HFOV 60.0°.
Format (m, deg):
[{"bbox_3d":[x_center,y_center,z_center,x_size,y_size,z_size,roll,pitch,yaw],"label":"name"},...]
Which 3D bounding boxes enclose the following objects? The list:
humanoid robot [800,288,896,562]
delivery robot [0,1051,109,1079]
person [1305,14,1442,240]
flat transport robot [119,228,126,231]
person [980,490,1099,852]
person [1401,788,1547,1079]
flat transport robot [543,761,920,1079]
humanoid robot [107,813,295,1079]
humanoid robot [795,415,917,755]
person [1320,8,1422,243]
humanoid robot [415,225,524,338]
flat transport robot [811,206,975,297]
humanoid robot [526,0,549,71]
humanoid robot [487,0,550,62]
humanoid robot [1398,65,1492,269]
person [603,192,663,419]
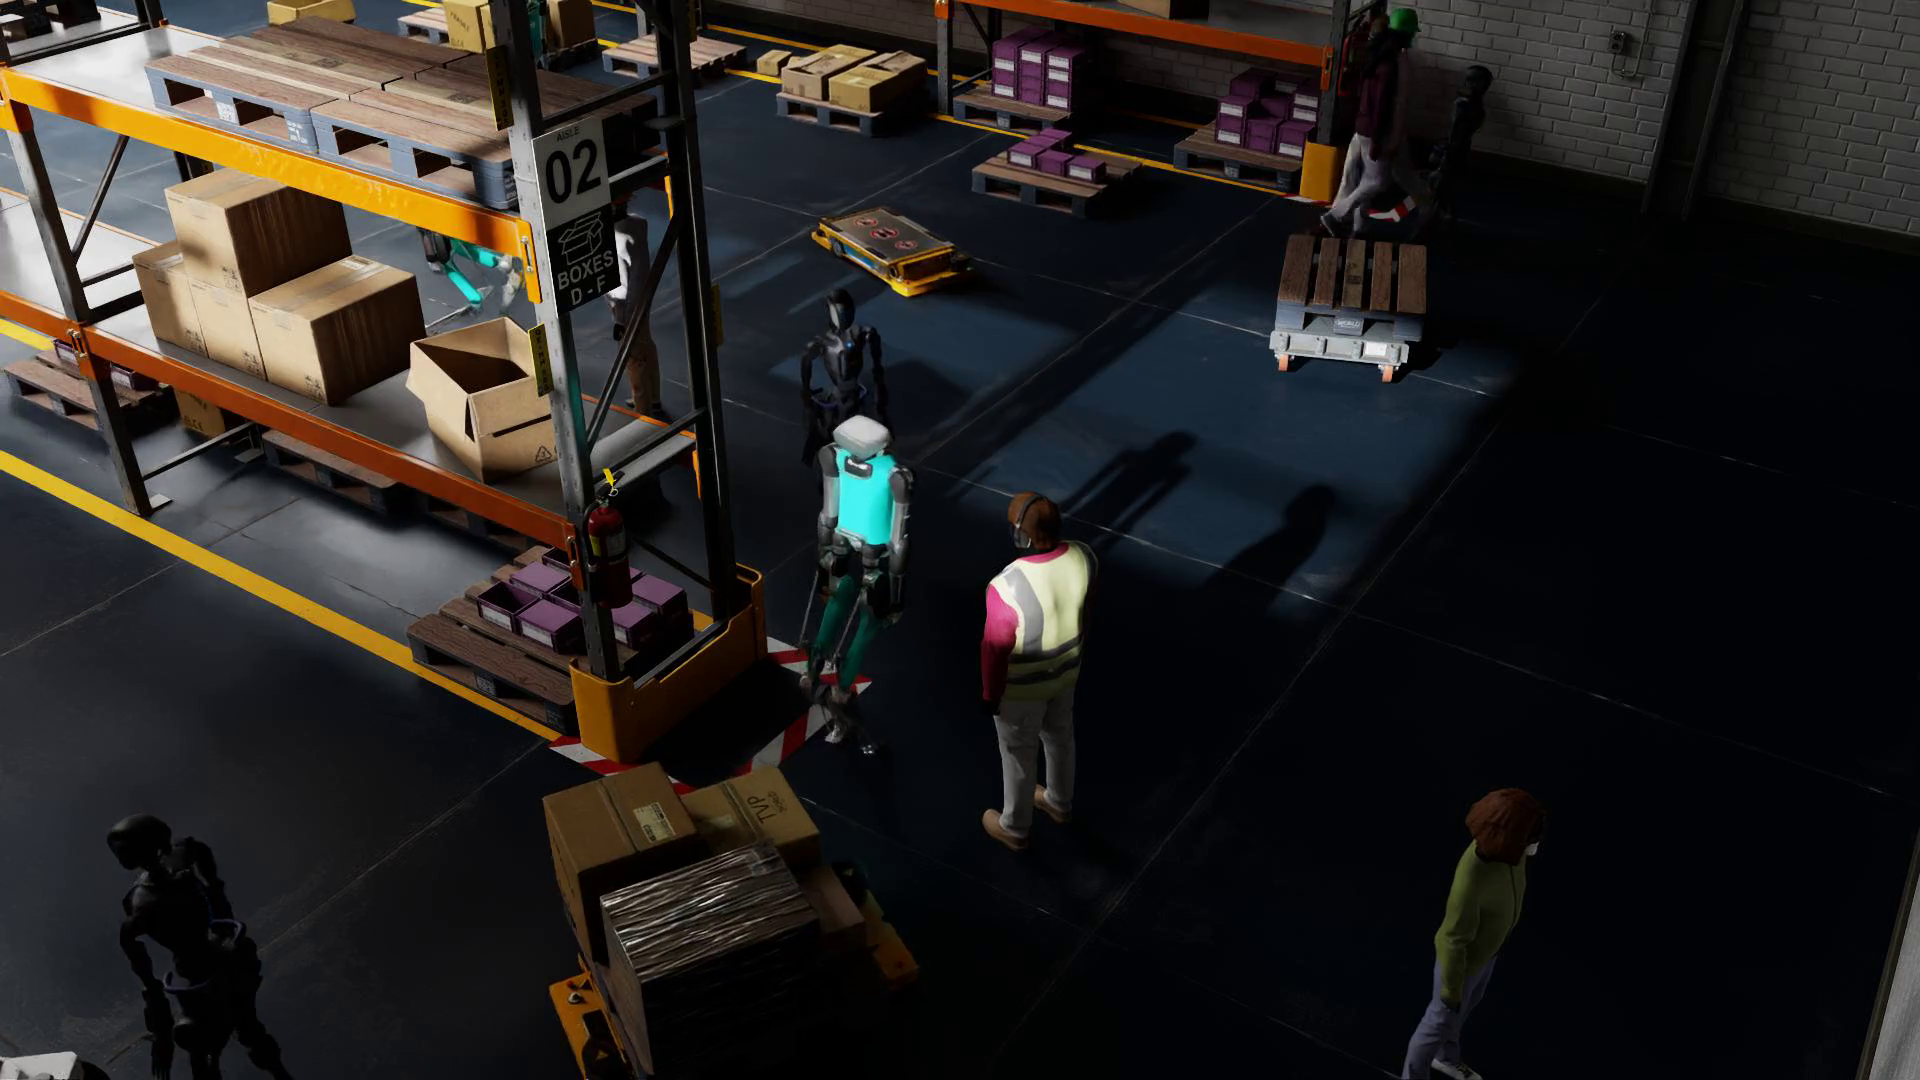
[{"bbox_3d":[-0.708,-0.725,9.756,0.600,1.651,0.777,-21,38,-29],"label":"humanoid robot"},{"bbox_3d":[-3.649,2.180,6.277,0.784,0.613,0.520,-5,33,-8],"label":"delivery robot"},{"bbox_3d":[3.505,-3.352,13.567,1.125,1.873,0.639,-9,34,-13],"label":"person"},{"bbox_3d":[-7.338,-2.157,13.188,1.431,0.231,0.659,-16,36,-23],"label":"flat transport robot"},{"bbox_3d":[0.333,0.596,7.530,0.616,1.835,0.434,-27,42,-35],"label":"person"},{"bbox_3d":[1.929,1.553,6.241,0.282,1.624,0.491,23,40,31],"label":"person"},{"bbox_3d":[-0.952,1.844,7.039,1.431,0.231,0.659,-16,36,-23],"label":"flat transport robot"},{"bbox_3d":[-2.750,1.627,6.086,0.357,1.646,0.585,3,33,4],"label":"humanoid robot"},{"bbox_3d":[-0.572,0.310,8.064,0.535,1.802,0.689,21,38,29],"label":"humanoid robot"},{"bbox_3d":[3.344,-3.319,13.458,0.589,1.923,0.515,0,33,0],"label":"person"},{"bbox_3d":[-3.518,-2.110,11.765,1.021,1.720,0.538,5,33,8],"label":"humanoid robot"},{"bbox_3d":[-0.560,-2.366,13.510,0.659,0.231,1.431,-21,39,-29],"label":"flat transport robot"},{"bbox_3d":[-4.022,-4.185,14.961,1.041,1.726,0.565,17,37,24],"label":"humanoid robot"},{"bbox_3d":[-4.187,-4.898,16.157,0.684,1.901,0.545,24,40,32],"label":"humanoid robot"},{"bbox_3d":[3.909,-2.958,13.163,0.673,1.635,0.609,18,37,25],"label":"humanoid robot"},{"bbox_3d":[-2.195,-1.558,10.908,0.342,1.747,0.574,3,33,5],"label":"person"}]
